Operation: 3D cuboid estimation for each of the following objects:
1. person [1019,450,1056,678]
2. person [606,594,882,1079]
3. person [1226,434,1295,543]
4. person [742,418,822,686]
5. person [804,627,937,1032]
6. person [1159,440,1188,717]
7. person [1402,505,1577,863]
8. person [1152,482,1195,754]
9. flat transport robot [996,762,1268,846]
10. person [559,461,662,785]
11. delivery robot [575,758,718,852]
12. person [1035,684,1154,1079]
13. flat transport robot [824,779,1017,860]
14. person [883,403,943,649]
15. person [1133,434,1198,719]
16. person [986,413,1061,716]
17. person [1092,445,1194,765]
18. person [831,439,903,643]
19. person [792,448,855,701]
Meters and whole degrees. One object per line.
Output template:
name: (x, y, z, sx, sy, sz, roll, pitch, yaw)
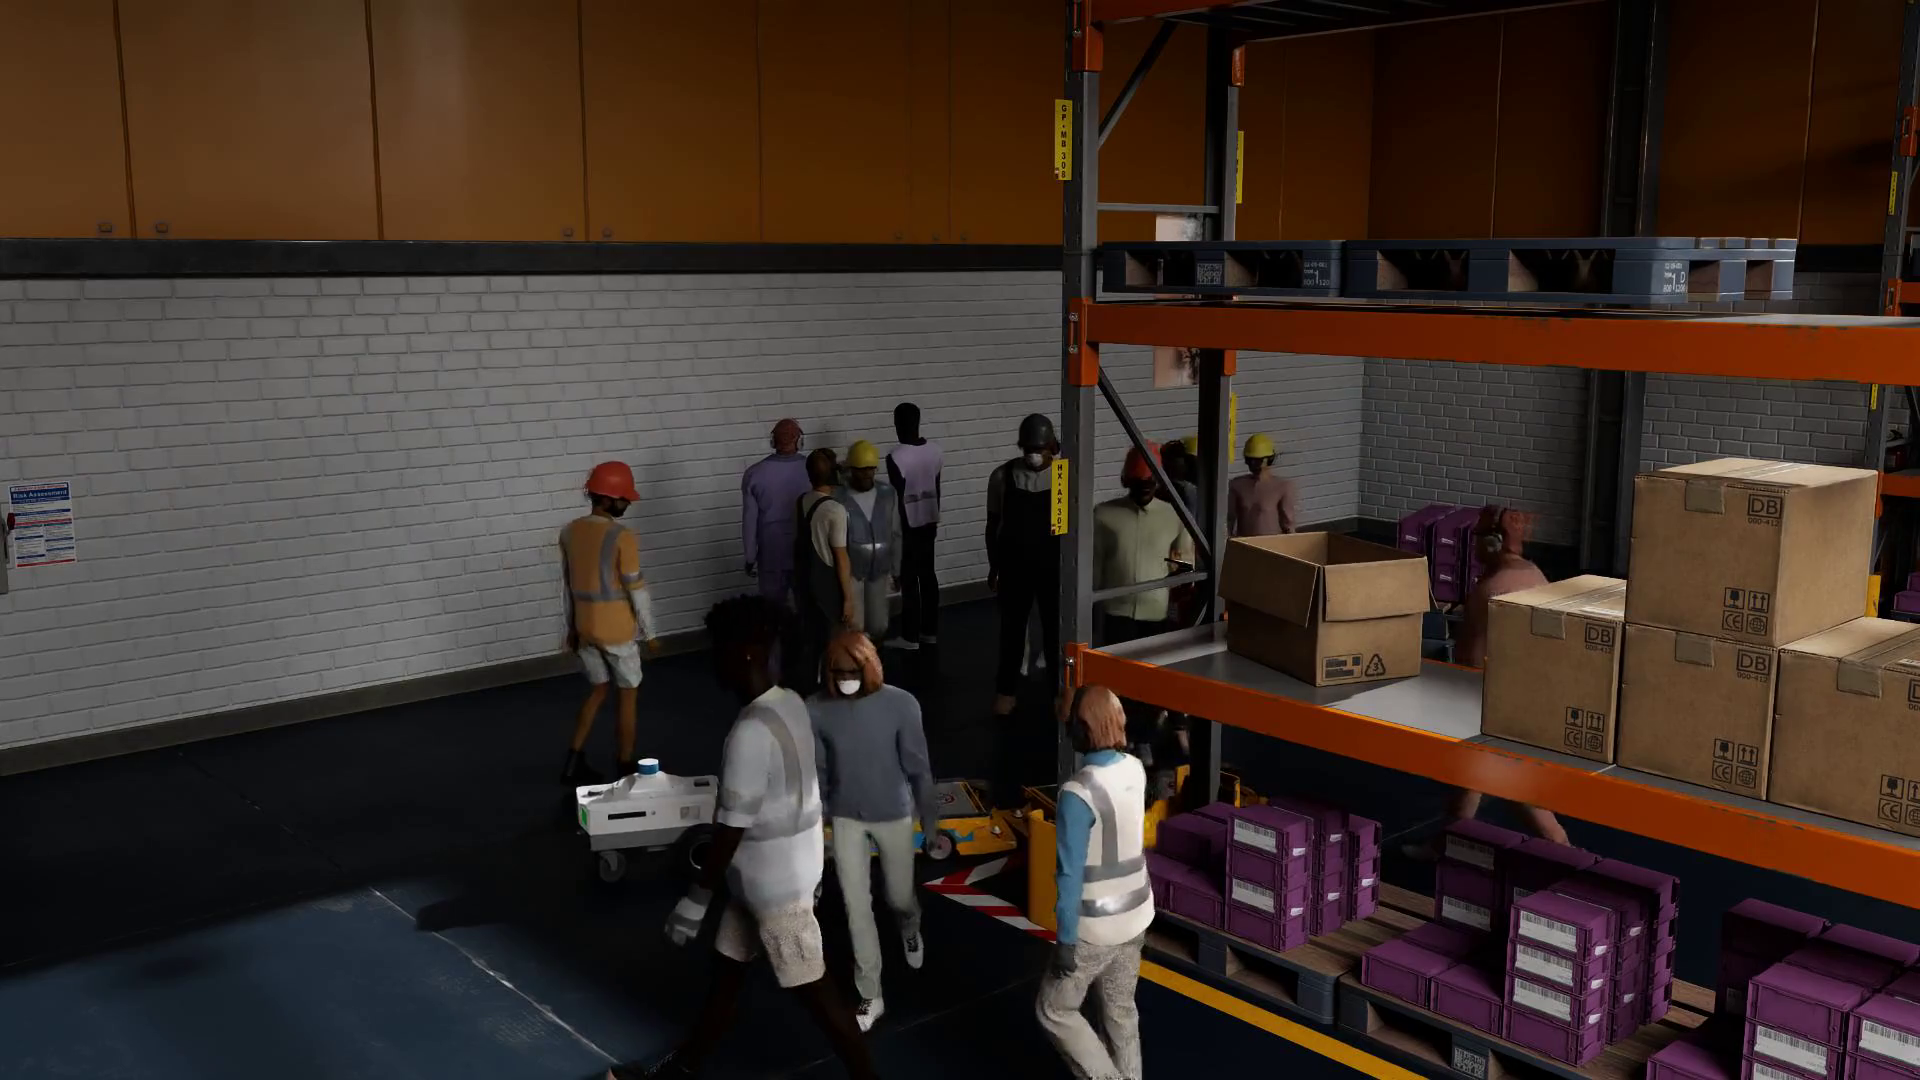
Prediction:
person: (0.560, 0.089, 12.010, 0.536, 1.821, 0.909, 2, 10, 14)
person: (-0.707, 1.132, 5.664, 1.045, 1.900, 0.609, 0, 10, 2)
person: (2.150, 0.099, 12.159, 0.538, 1.747, 0.557, 7, 12, 36)
person: (-1.203, 0.094, 11.725, 0.652, 1.906, 0.403, -1, 10, -4)
person: (-0.341, 1.101, 6.686, 0.554, 1.603, 0.595, 2, 10, 11)
person: (1.369, 0.267, 10.866, 0.577, 1.844, 0.530, 0, 10, 2)
person: (2.623, 0.764, 7.944, 0.968, 1.869, 0.654, 8, 12, 38)
person: (1.291, 0.465, 10.338, 0.541, 1.640, 0.909, -2, 10, -13)
flat transport robot: (0.971, 1.413, 8.779, 1.431, 0.197, 0.652, -4, 10, -21)
person: (-1.952, 0.492, 9.383, 0.578, 1.910, 0.442, 7, 12, 35)
delivery robot: (-1.532, 1.323, 8.203, 0.707, 0.478, 0.477, -3, 10, -16)
person: (0.460, 1.281, 5.583, 0.366, 1.619, 0.554, 6, 11, 31)
flat transport robot: (-0.475, 1.449, 8.569, 1.431, 0.197, 0.652, -2, 10, -11)
person: (-0.360, -0.106, 12.876, 0.392, 1.914, 0.586, 7, 12, 36)
person: (1.436, 0.255, 10.821, 0.494, 1.886, 0.635, -6, 11, -30)
person: (0.500, 0.161, 10.938, 0.684, 2.000, 0.535, 1, 10, 8)
person: (1.035, 0.428, 9.632, 0.636, 1.948, 0.937, 1, 10, 3)
person: (-0.701, 0.191, 11.447, 0.621, 1.809, 0.600, -5, 11, -28)
person: (-0.843, 0.339, 10.465, 0.339, 1.846, 0.514, -9, 13, -41)
